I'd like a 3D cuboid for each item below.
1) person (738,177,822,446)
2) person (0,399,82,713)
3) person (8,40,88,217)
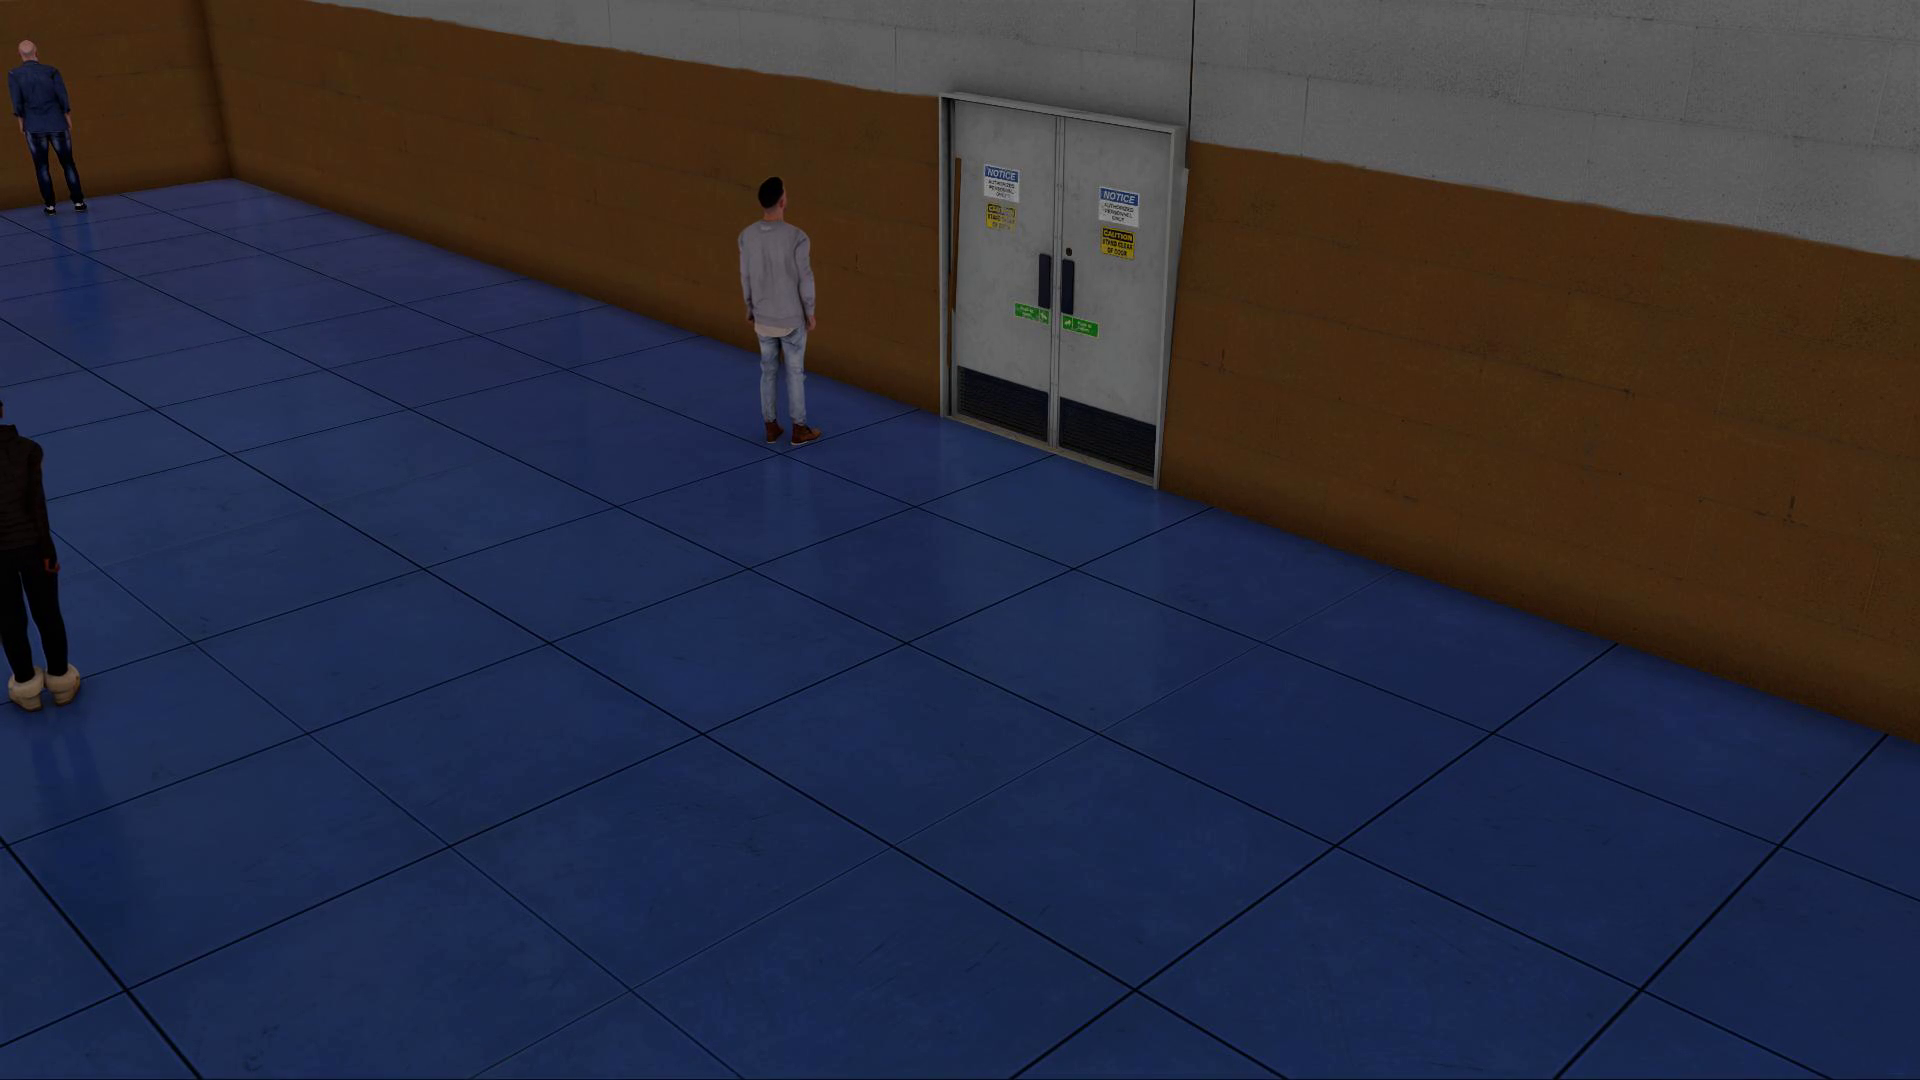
[{"bbox_3d":[-1.217,-1.544,11.260,0.764,1.841,0.735,8,25,17],"label":"person"},{"bbox_3d":[-4.446,0.056,7.826,0.670,1.661,0.613,9,25,19],"label":"person"},{"bbox_3d":[-9.812,-4.424,17.860,0.633,1.826,0.833,-13,27,-27],"label":"person"}]
